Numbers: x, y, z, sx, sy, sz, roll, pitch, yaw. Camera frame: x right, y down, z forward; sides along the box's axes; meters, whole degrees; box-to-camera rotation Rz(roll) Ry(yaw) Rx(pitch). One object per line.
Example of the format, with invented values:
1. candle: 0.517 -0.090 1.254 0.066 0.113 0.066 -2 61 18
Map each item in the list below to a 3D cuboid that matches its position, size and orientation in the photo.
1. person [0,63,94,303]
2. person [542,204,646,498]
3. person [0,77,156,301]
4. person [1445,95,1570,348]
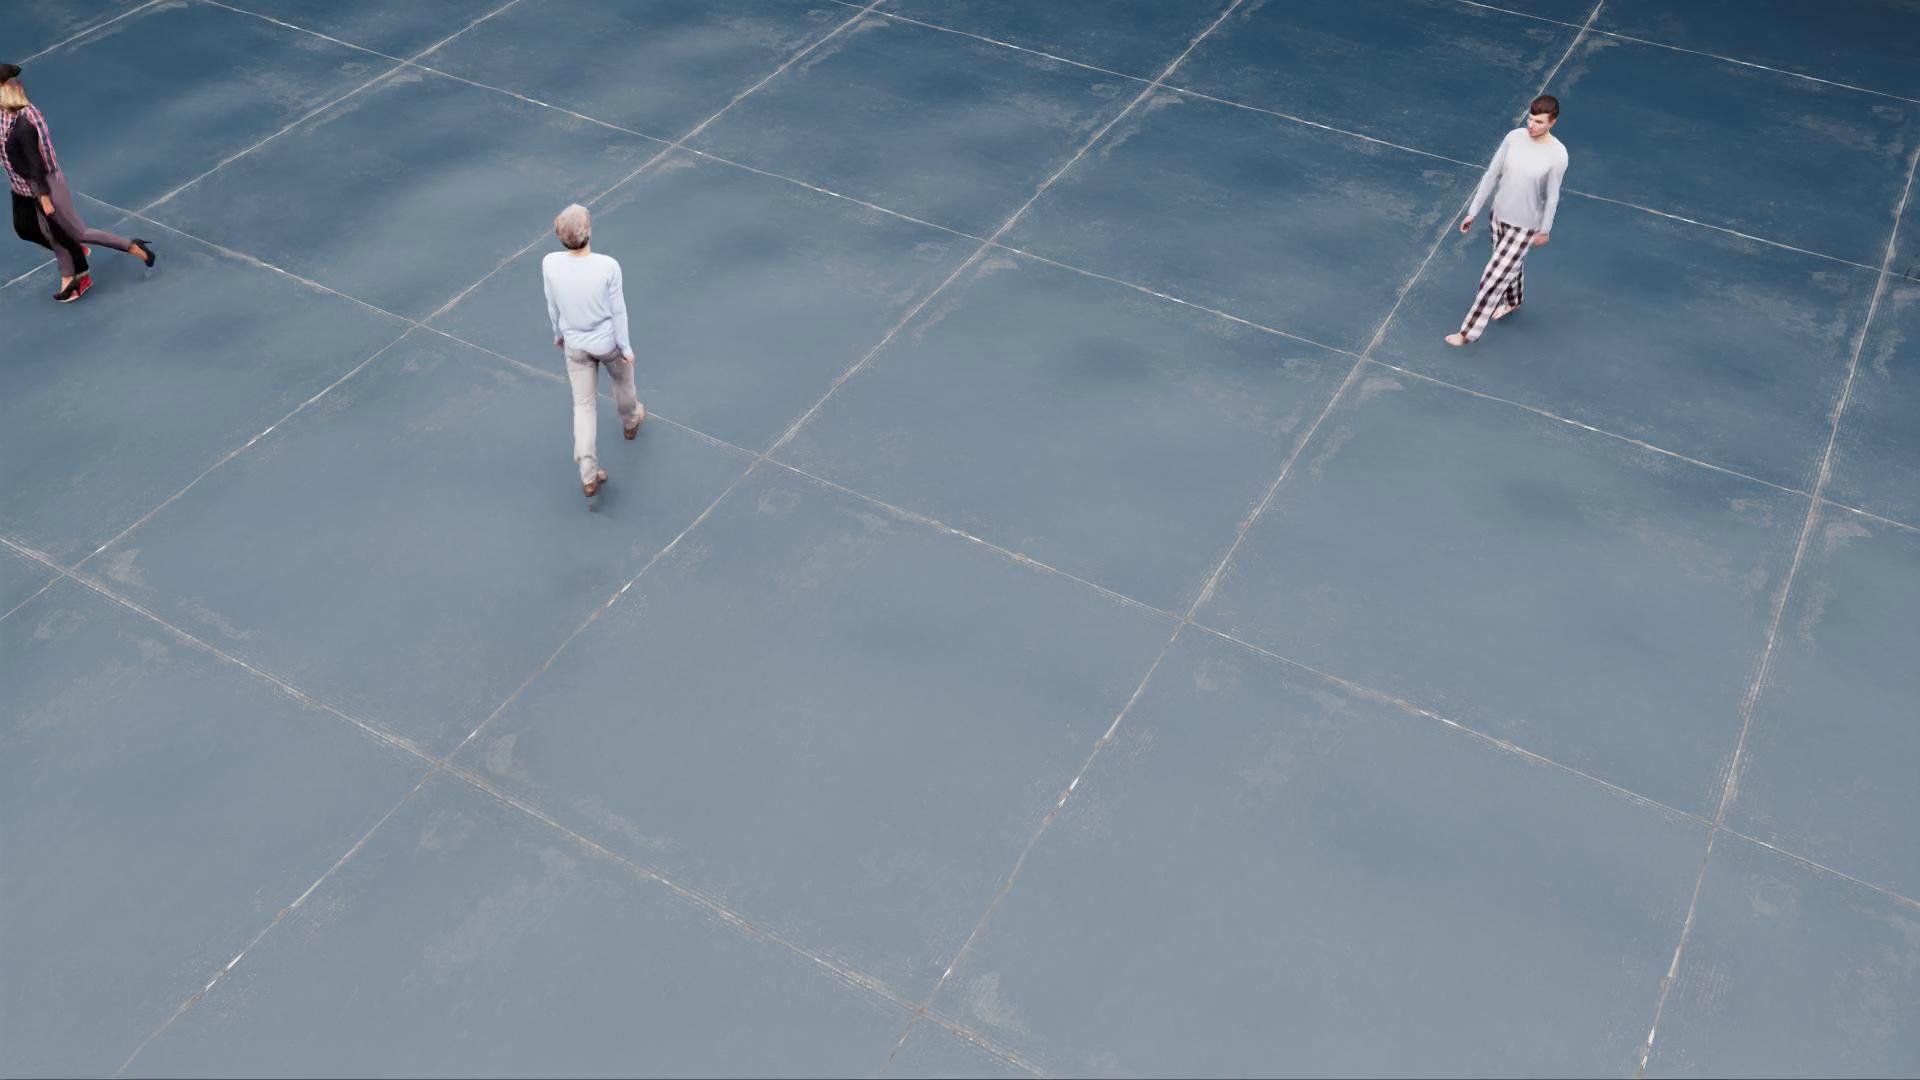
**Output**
1. person: -6.475 -2.552 11.735 0.736 1.749 0.701 18 45 19
2. person: -2.244 -1.120 10.084 1.047 1.850 1.327 3 42 3
3. person: -6.301 -2.457 11.715 1.094 1.636 0.940 -24 48 -24
4. person: 3.833 -2.205 11.315 1.258 1.801 0.962 -25 48 -25
